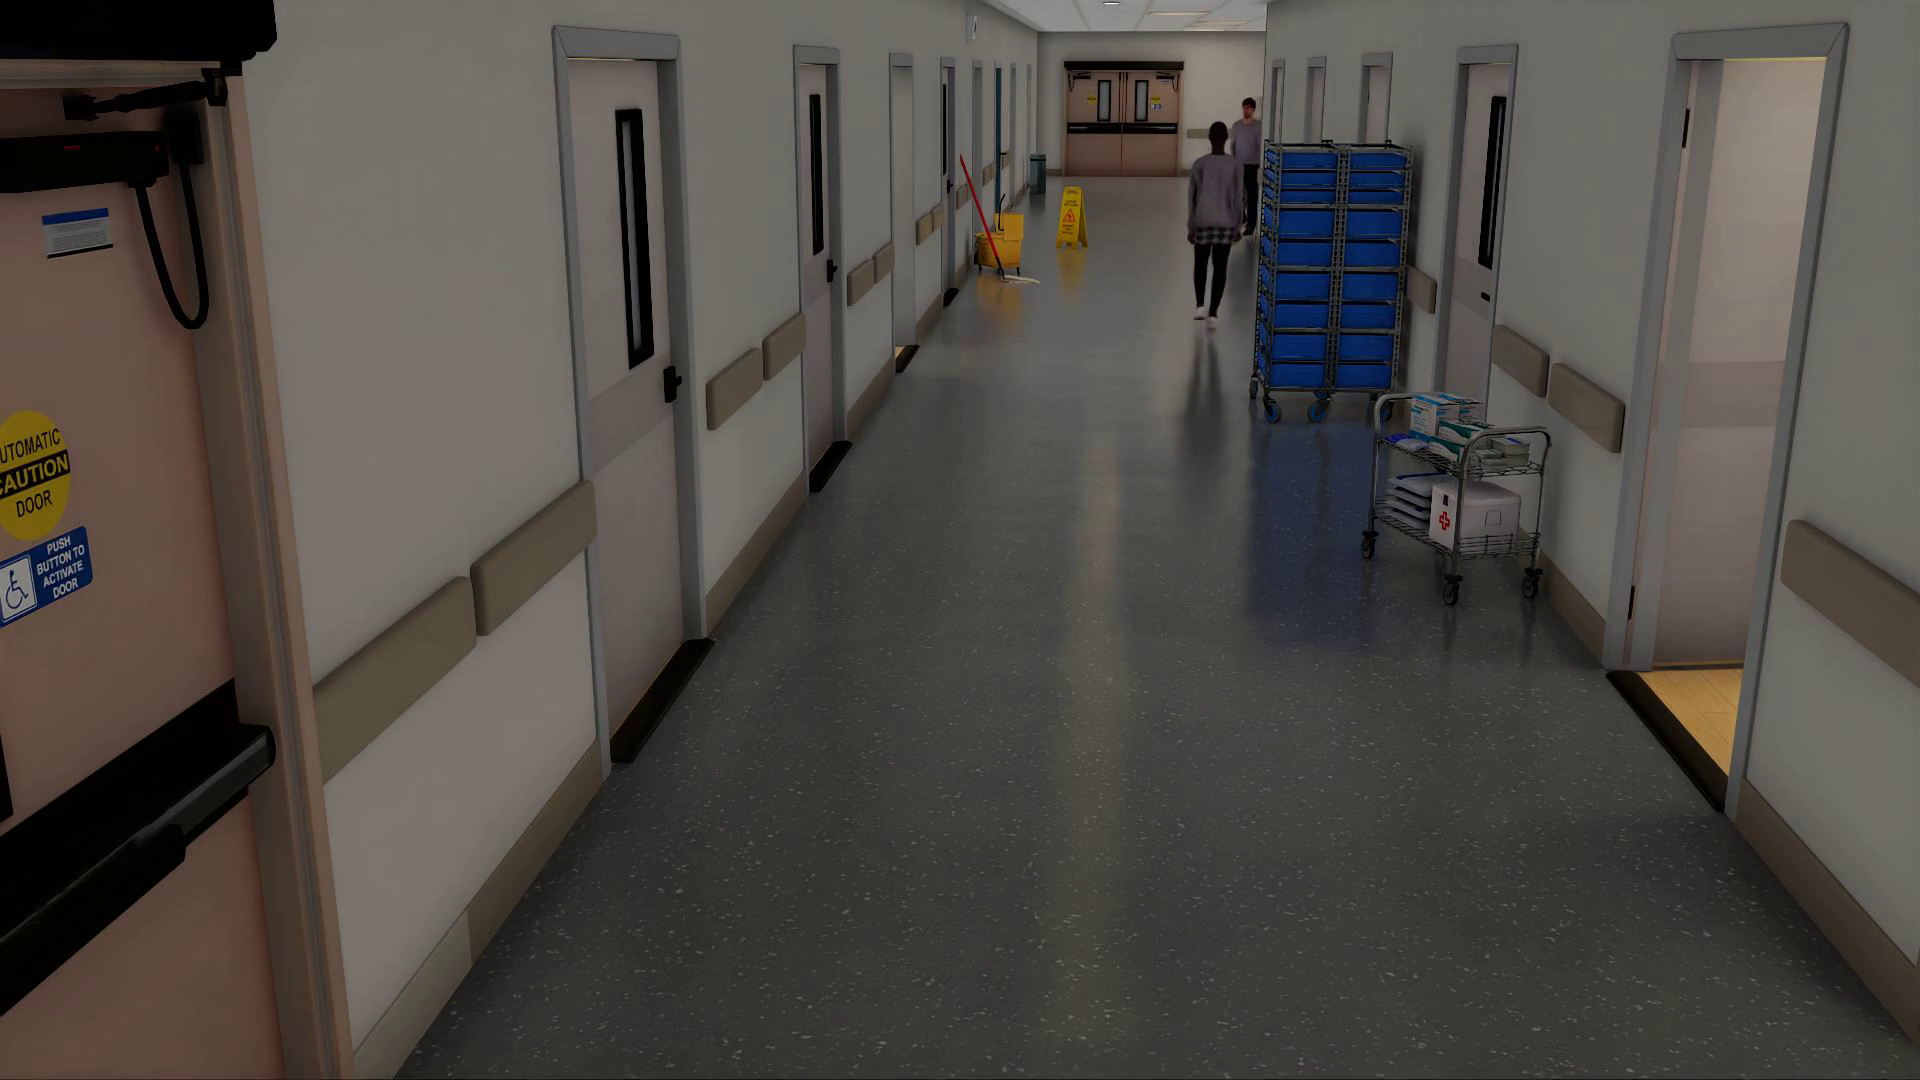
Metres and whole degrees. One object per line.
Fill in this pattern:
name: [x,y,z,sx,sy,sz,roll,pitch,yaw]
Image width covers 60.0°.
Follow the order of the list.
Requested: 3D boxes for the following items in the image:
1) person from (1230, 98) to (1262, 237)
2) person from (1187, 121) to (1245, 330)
person: [3.950,-5.074,22.660,0.804,1.830,0.837,9,18,30]
person: [2.196,-2.703,14.376,0.656,1.760,0.644,3,16,11]
